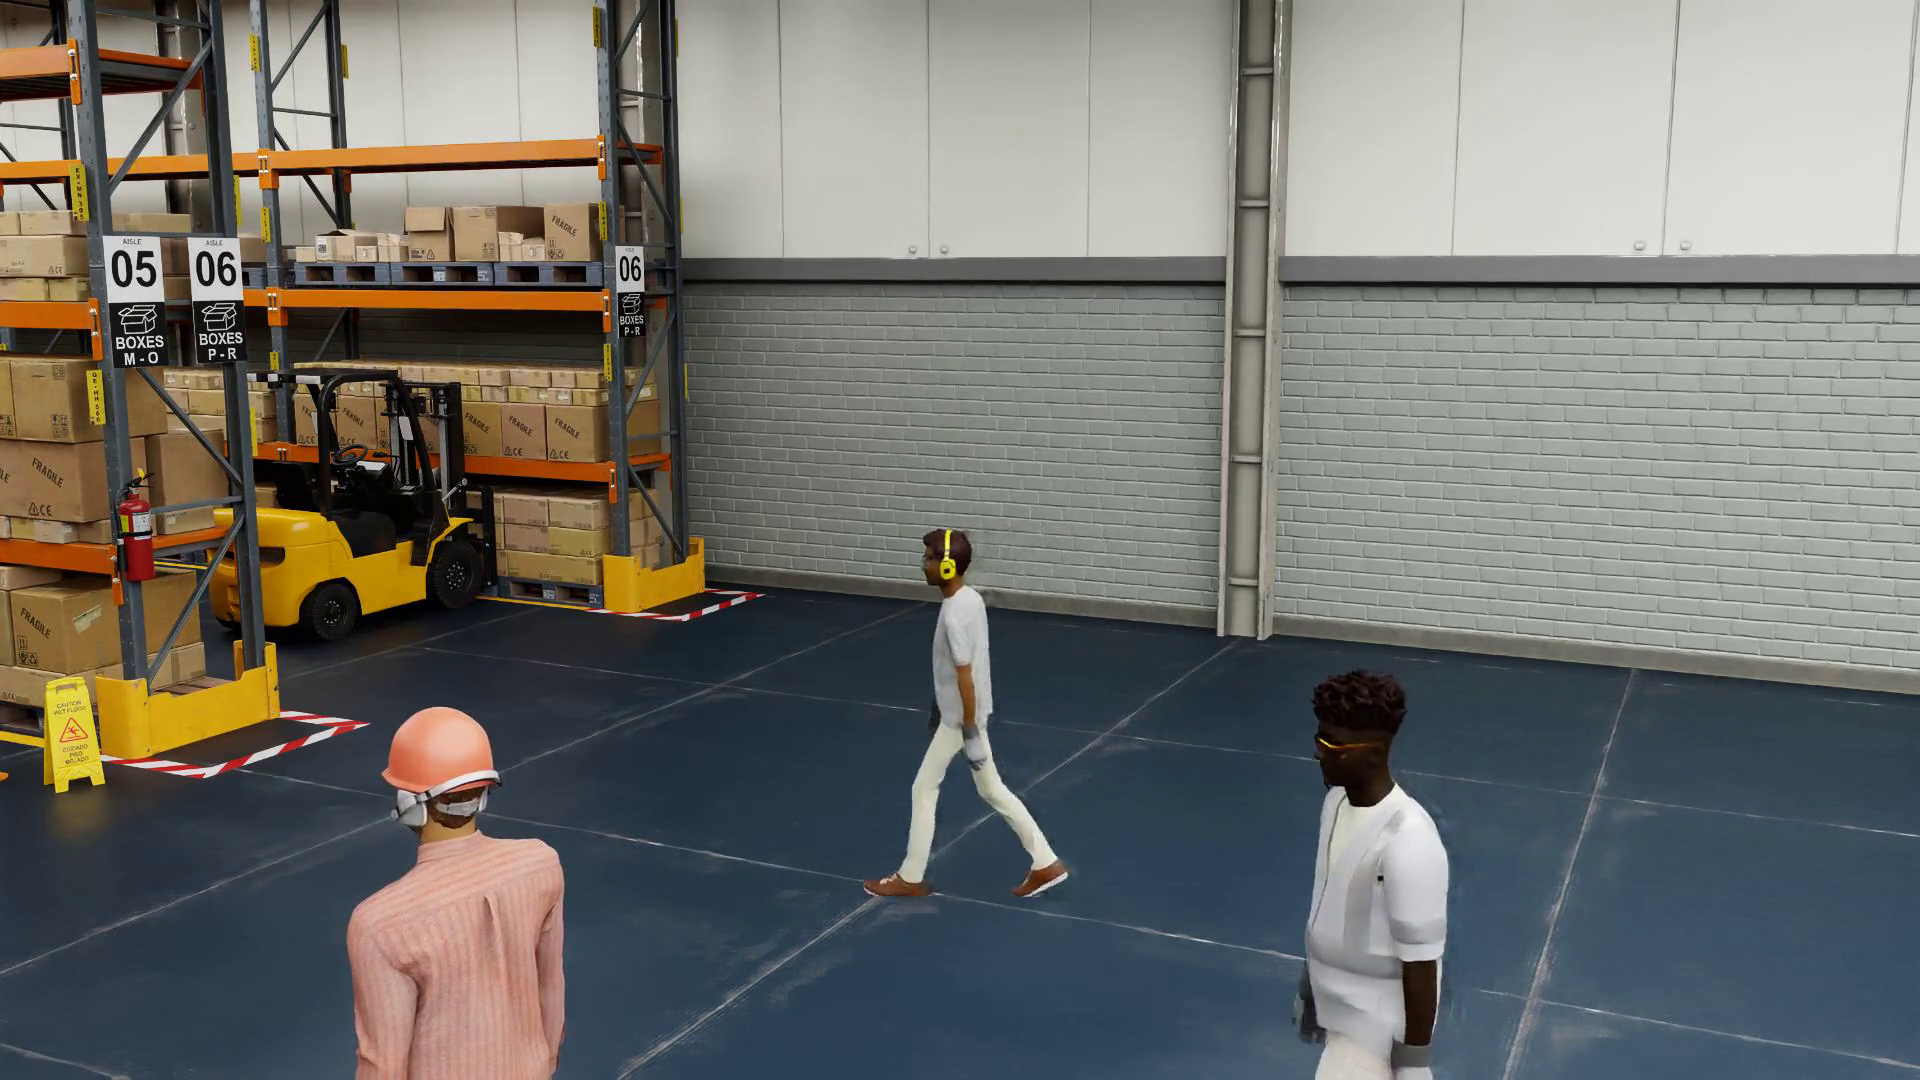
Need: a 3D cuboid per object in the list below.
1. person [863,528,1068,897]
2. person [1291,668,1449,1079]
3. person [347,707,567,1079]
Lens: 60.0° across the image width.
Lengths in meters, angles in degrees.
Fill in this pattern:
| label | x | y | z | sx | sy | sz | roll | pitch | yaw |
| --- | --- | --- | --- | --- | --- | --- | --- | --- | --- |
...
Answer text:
| label | x | y | z | sx | sy | sz | roll | pitch | yaw |
| --- | --- | --- | --- | --- | --- | --- | --- | --- | --- |
| person | 0.055 | 0.844 | 7.932 | 0.964 | 1.831 | 0.509 | 2 | 10 | 13 |
| person | 1.085 | 1.316 | 4.624 | 0.469 | 1.949 | 0.643 | -1 | 9 | -5 |
| person | -1.220 | 1.385 | 4.075 | 0.381 | 1.994 | 0.615 | 6 | 11 | 32 |
